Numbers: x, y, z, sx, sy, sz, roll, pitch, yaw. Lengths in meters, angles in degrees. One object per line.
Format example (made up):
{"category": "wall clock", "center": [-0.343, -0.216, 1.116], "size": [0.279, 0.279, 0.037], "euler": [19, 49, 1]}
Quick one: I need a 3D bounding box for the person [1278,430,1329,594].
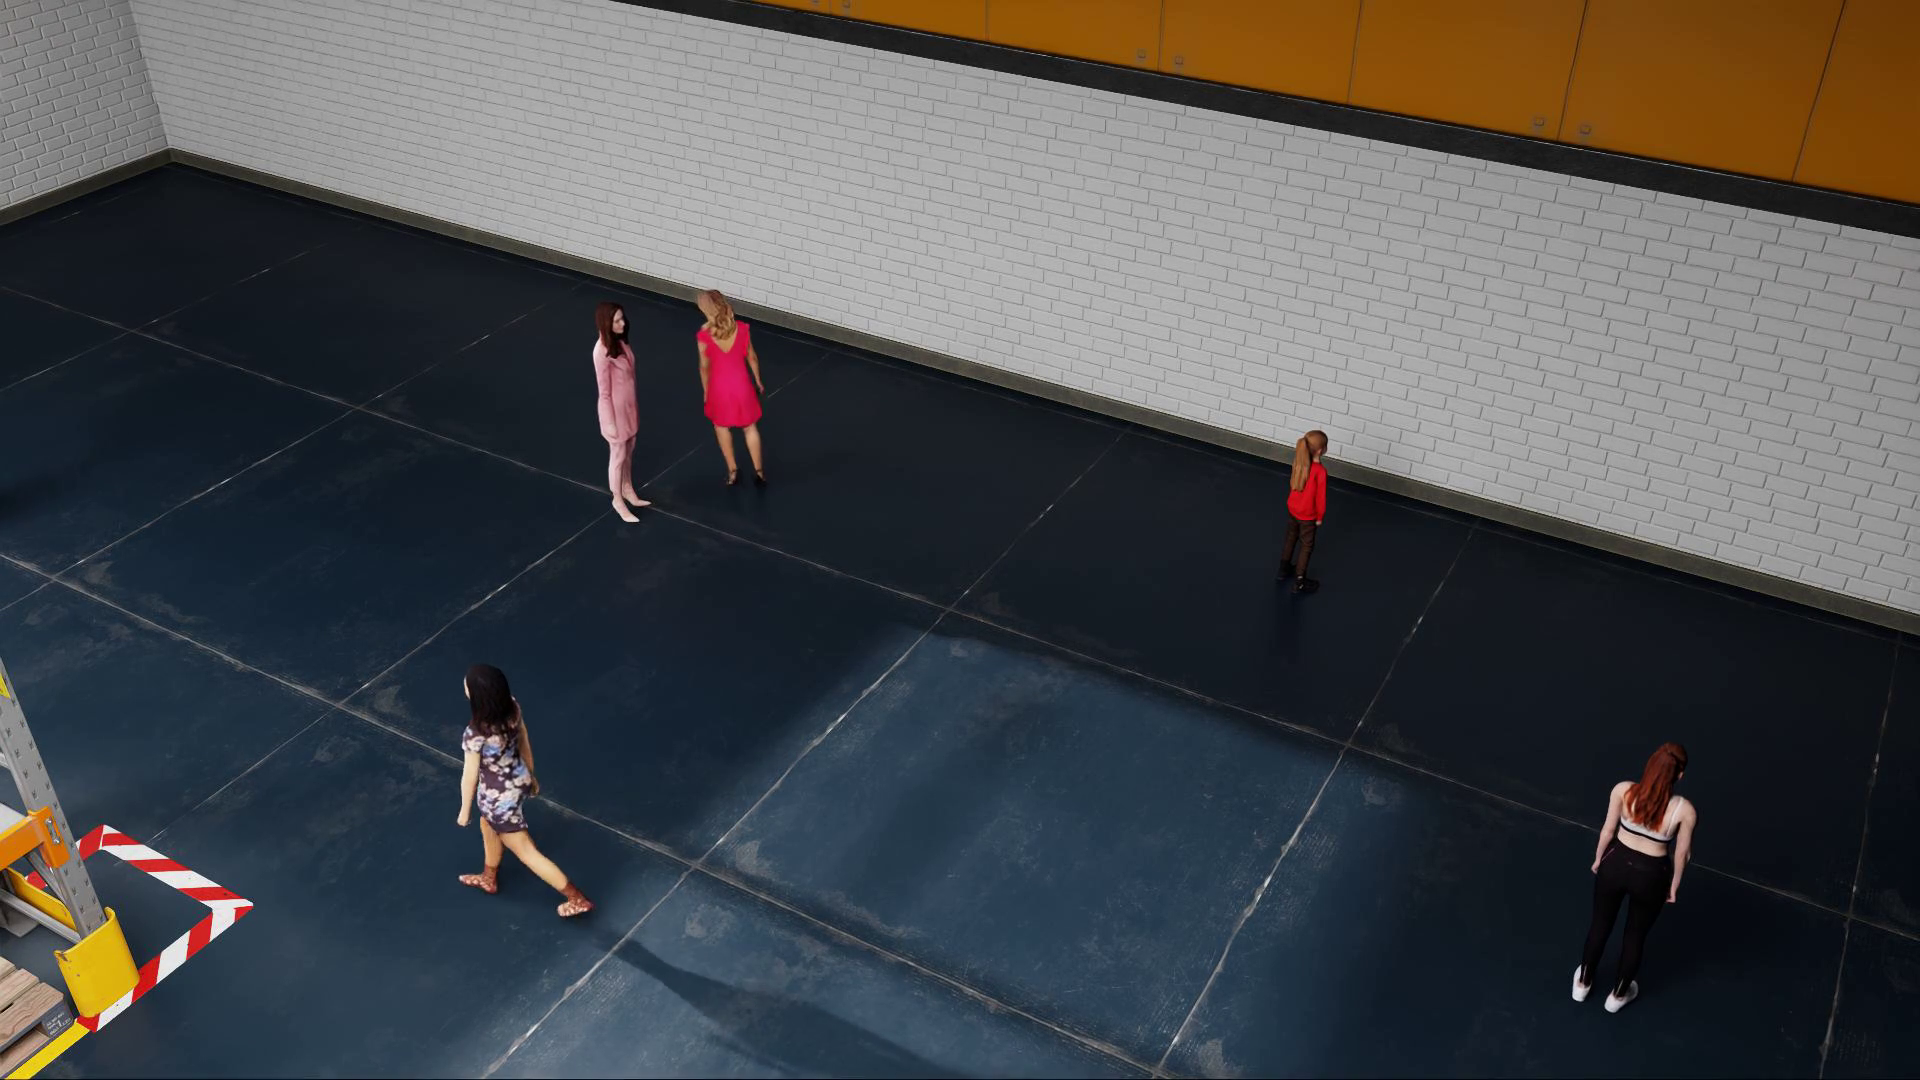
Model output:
{"category": "person", "center": [2.486, -0.221, 11.988], "size": [0.604, 1.281, 0.564], "euler": [-16, 37, -22]}

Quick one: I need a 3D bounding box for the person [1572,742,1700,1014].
{"category": "person", "center": [3.486, 1.745, 8.613], "size": [0.595, 1.742, 0.512], "euler": [20, 39, 28]}

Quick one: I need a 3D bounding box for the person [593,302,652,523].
{"category": "person", "center": [-2.600, -0.987, 12.669], "size": [0.723, 1.801, 0.551], "euler": [8, 34, 12]}

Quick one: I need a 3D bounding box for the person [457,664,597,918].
{"category": "person", "center": [-2.427, 1.438, 9.116], "size": [0.850, 1.696, 1.124], "euler": [9, 35, 14]}

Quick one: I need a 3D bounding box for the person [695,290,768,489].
{"category": "person", "center": [-1.801, -1.142, 12.994], "size": [0.749, 1.700, 0.806], "euler": [-1, 34, -2]}
